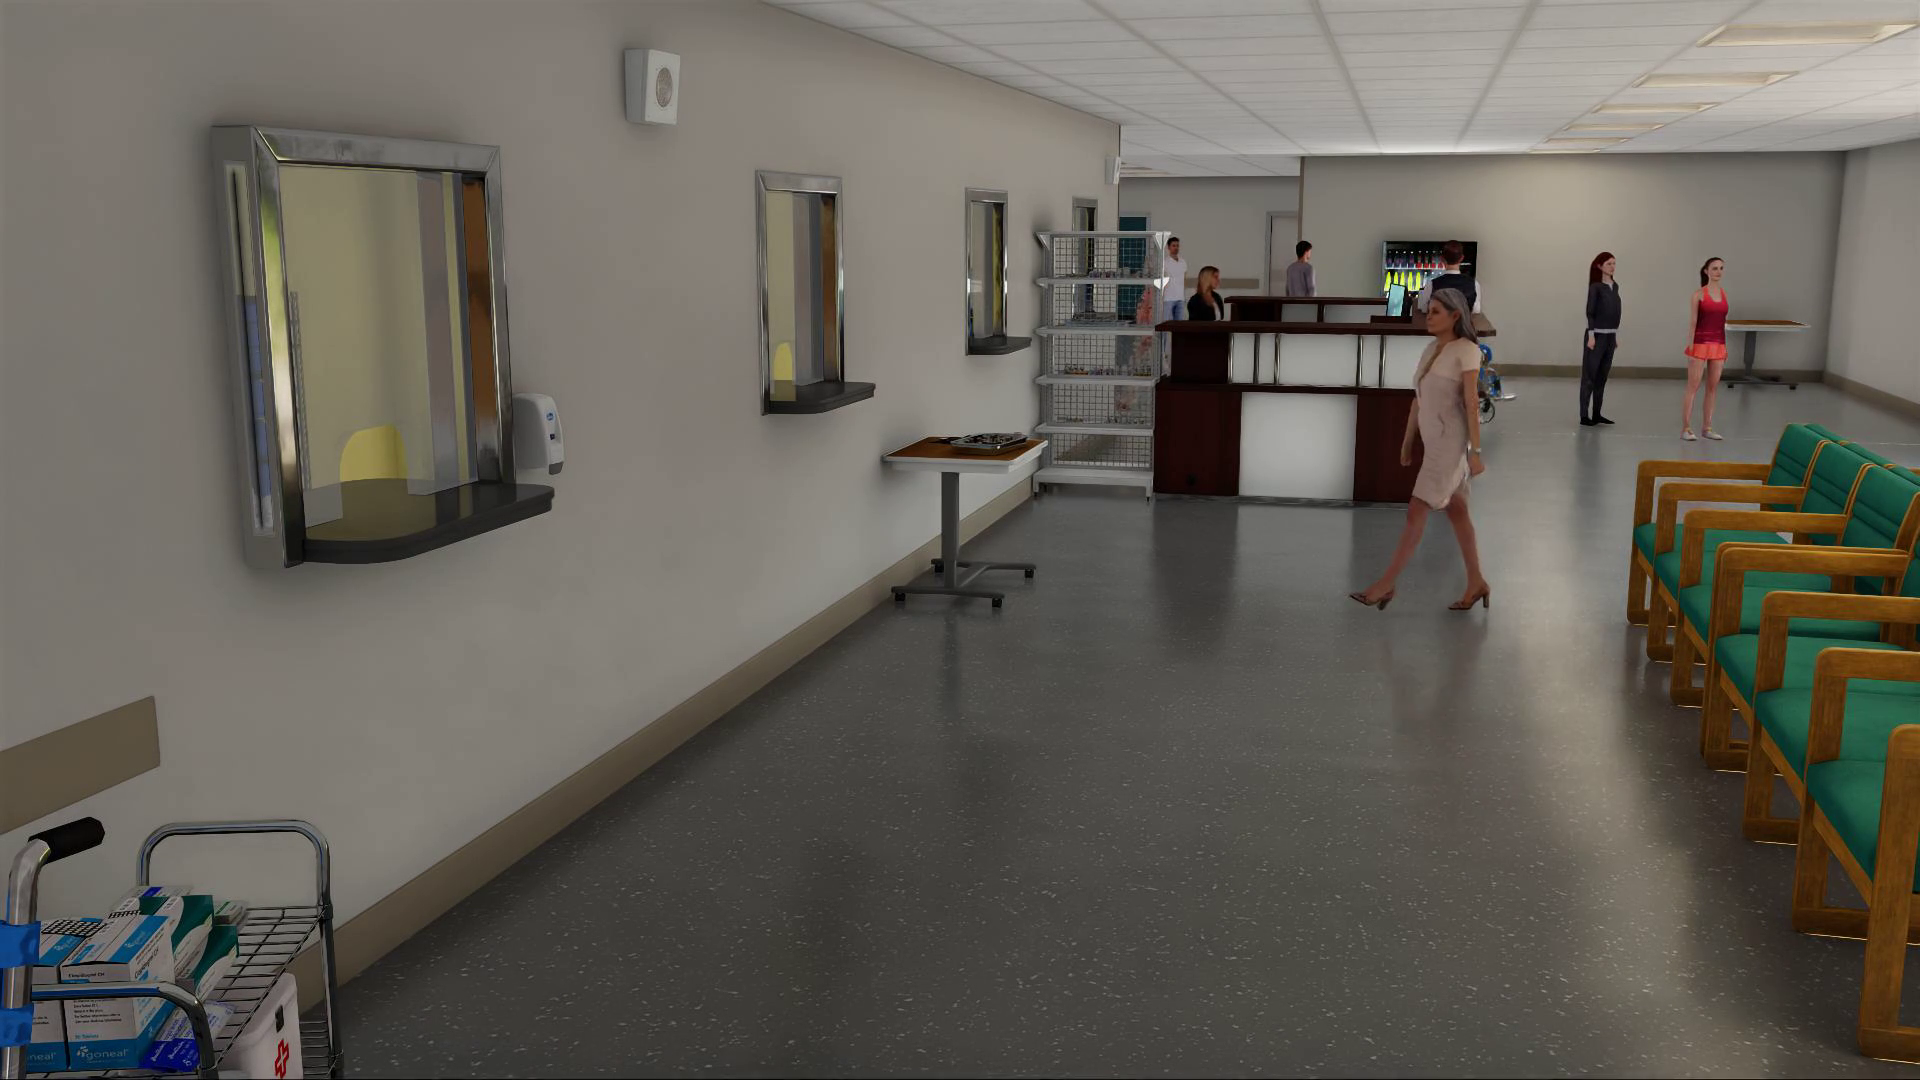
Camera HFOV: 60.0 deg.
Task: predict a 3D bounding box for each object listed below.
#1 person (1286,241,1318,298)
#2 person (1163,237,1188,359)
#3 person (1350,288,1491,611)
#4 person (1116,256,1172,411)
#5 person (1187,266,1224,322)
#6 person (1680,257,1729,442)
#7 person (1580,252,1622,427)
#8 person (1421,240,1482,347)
[{"bbox_3d":[4.600,-3.115,22.486,0.774,1.842,0.709,-6,12,-30],"label":"person"},{"bbox_3d":[3.286,-3.739,25.717,0.717,1.864,0.807,-5,12,-23],"label":"person"},{"bbox_3d":[2.628,-0.438,8.745,1.151,1.704,0.936,-3,11,-13],"label":"person"},{"bbox_3d":[2.172,-2.227,18.233,1.193,1.683,0.868,-1,11,-5],"label":"person"},{"bbox_3d":[2.318,-1.820,16.175,0.824,1.651,0.946,-10,14,-41],"label":"person"},{"bbox_3d":[7.220,-1.853,16.071,0.629,1.754,0.719,-2,11,-12],"label":"person"},{"bbox_3d":[6.618,-2.079,17.190,0.646,1.780,0.698,-7,13,-32],"label":"person"},{"bbox_3d":[4.152,-1.574,14.113,0.500,1.935,0.709,2,11,13],"label":"person"}]
